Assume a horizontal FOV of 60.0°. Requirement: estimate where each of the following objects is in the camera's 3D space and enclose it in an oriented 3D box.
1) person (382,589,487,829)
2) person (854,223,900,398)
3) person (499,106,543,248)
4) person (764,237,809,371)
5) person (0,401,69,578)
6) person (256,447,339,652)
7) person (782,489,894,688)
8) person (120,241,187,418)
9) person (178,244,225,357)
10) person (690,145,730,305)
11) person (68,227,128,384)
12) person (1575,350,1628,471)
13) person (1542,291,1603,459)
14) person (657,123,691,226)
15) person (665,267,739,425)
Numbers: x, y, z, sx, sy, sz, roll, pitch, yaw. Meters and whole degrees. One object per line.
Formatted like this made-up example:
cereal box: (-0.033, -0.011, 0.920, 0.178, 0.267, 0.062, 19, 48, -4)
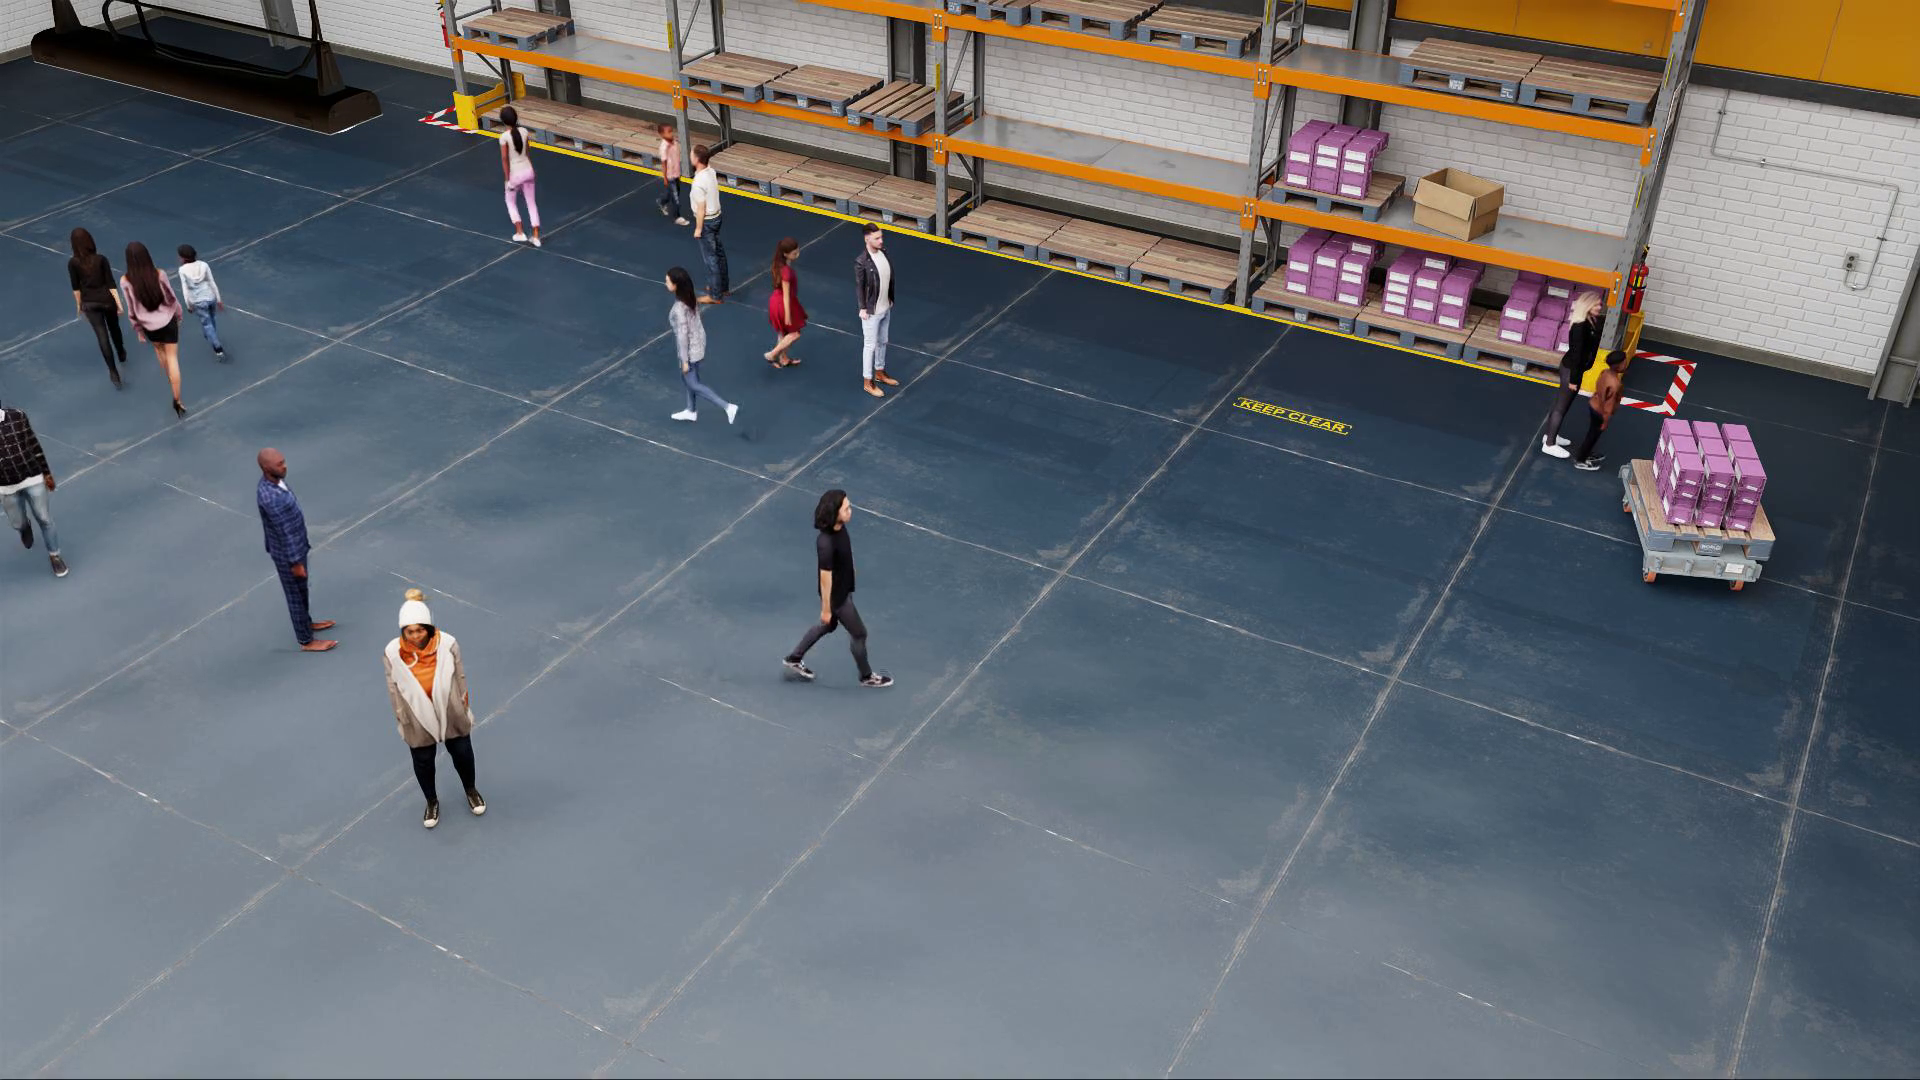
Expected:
person: (-3.689, 1.162, 11.640, 0.813, 1.891, 0.857, -13, 36, -19)
person: (-0.872, -2.388, 17.030, 0.544, 1.837, 0.661, 20, 38, 27)
person: (-5.259, -4.364, 20.101, 0.673, 1.727, 0.714, -26, 42, -34)
person: (-1.884, -2.432, 17.364, 0.887, 1.540, 0.829, -15, 36, -21)
person: (-8.108, -0.557, 14.306, 0.911, 1.802, 1.057, -21, 39, -29)
person: (-5.396, 0.060, 13.363, 0.824, 1.819, 0.750, -11, 35, -16)
person: (-1.040, 0.389, 12.883, 1.218, 1.802, 0.969, 2, 34, 4)
person: (-7.980, -2.064, 16.600, 1.032, 1.773, 1.109, -9, 35, -14)
person: (-8.110, -2.552, 17.815, 0.669, 1.240, 0.939, -26, 42, -33)
person: (-2.830, -3.583, 18.809, 0.667, 1.856, 0.725, 8, 34, 12)
person: (-8.927, -2.405, 17.262, 0.973, 1.608, 1.156, -15, 37, -22)
person: (6.074, -1.244, 15.841, 0.661, 1.247, 0.622, 3, 34, 5)
person: (5.884, -1.617, 16.006, 0.580, 1.685, 0.642, 12, 35, 17)
person: (-3.656, -4.597, 20.841, 0.754, 1.297, 0.502, 17, 37, 24)
person: (-2.558, -1.855, 16.348, 1.098, 1.705, 0.863, 9, 35, 13)
